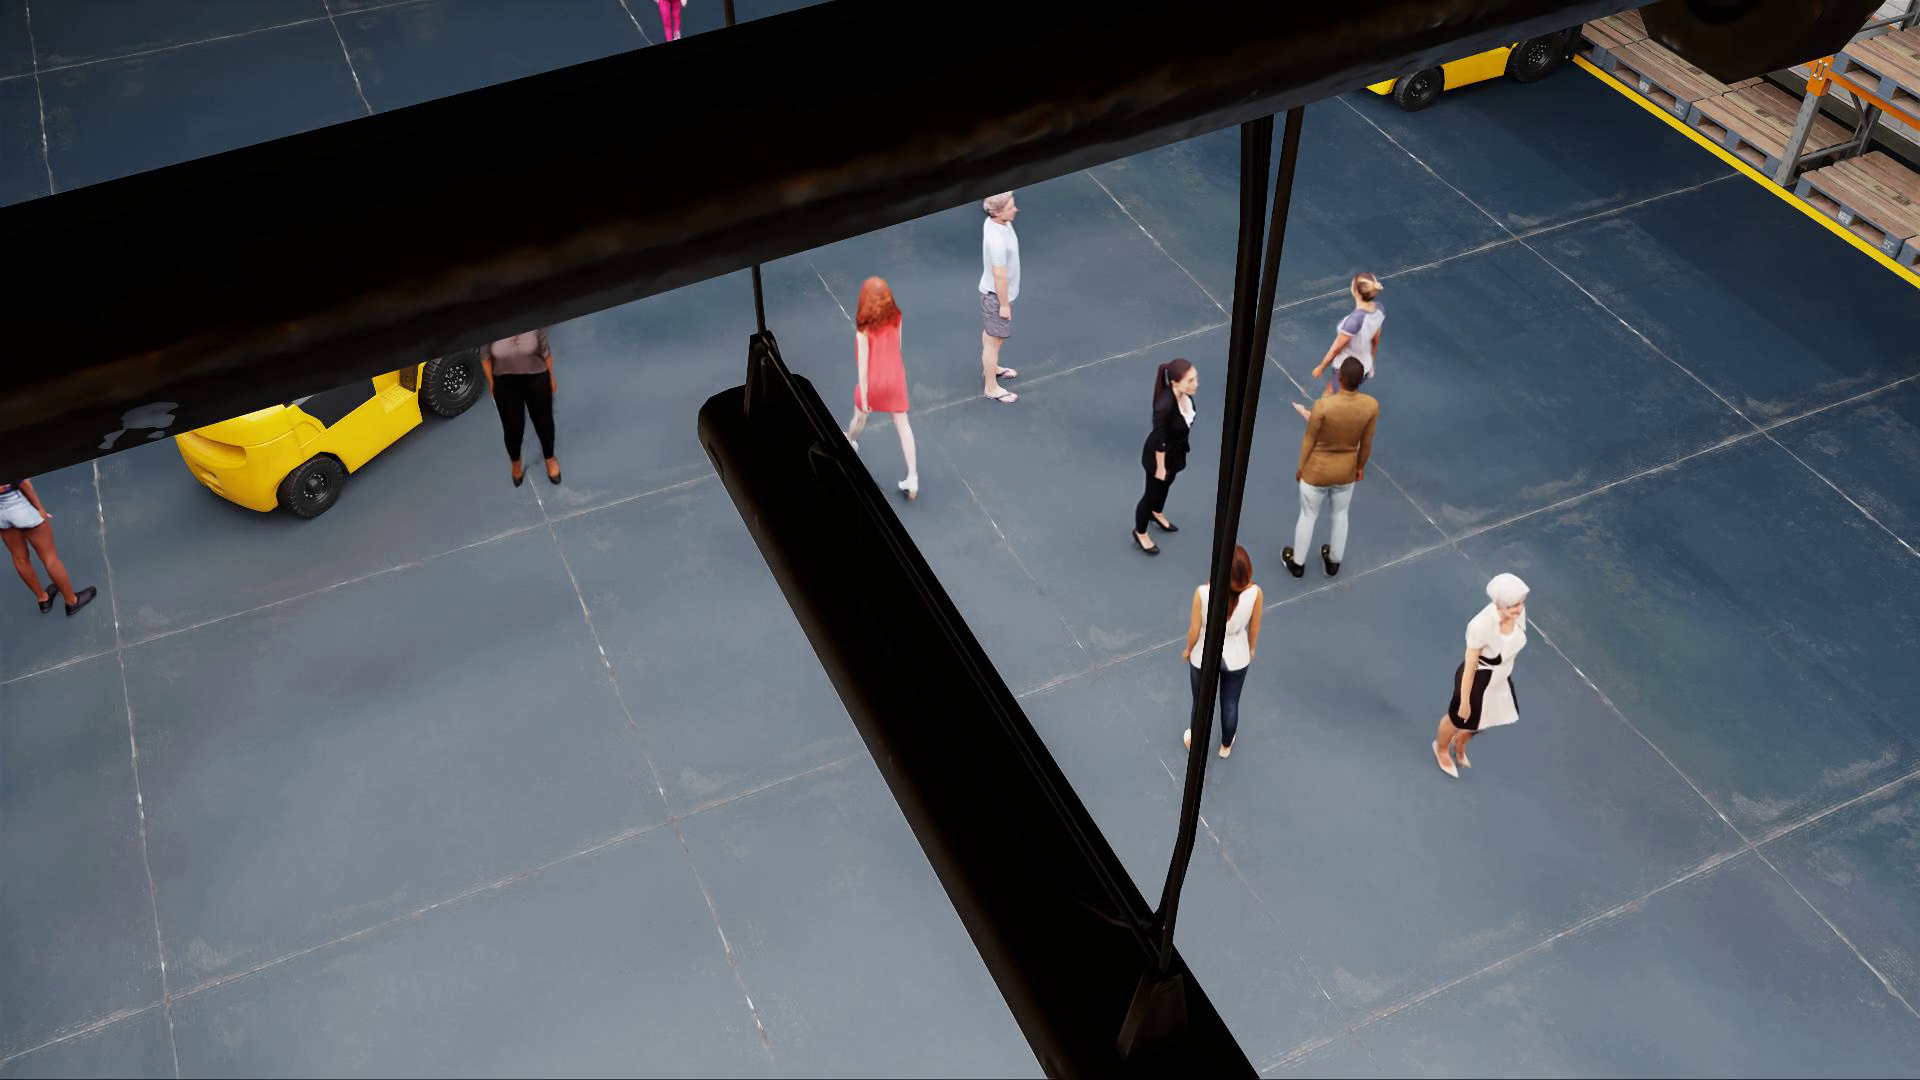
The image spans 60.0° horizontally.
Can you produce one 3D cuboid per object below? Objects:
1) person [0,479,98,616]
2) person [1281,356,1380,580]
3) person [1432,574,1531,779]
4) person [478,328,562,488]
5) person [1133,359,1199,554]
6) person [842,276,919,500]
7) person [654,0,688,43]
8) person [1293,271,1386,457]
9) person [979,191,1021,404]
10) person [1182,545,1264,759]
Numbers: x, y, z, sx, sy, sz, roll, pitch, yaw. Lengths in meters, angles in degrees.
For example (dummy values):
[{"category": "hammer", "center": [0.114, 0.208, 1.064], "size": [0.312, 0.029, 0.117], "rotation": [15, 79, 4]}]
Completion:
[{"category": "person", "center": [-6.339, -0.192, 11.146], "size": [0.667, 1.742, 0.687], "rotation": [6, 44, 6]}, {"category": "person", "center": [2.547, -0.477, 11.395], "size": [0.686, 1.812, 0.655], "rotation": [-3, 44, -4]}, {"category": "person", "center": [3.096, 0.793, 10.114], "size": [0.706, 1.741, 0.726], "rotation": [-27, 50, -26]}, {"category": "person", "center": [-3.178, -1.177, 12.111], "size": [0.656, 1.838, 0.609], "rotation": [-14, 45, -14]}, {"category": "person", "center": [1.432, -0.615, 11.654], "size": [0.710, 1.655, 0.686], "rotation": [24, 49, 23]}, {"category": "person", "center": [-0.495, -1.056, 12.034], "size": [0.809, 1.769, 1.215], "rotation": [-29, 51, -27]}, {"category": "person", "center": [-3.022, -5.702, 17.292], "size": [0.672, 1.243, 0.946], "rotation": [-5, 44, -5]}, {"category": "person", "center": [2.958, -1.223, 12.351], "size": [1.067, 1.573, 0.805], "rotation": [34, 53, 31]}, {"category": "person", "center": [0.288, -1.927, 12.902], "size": [0.792, 1.832, 0.664], "rotation": [2, 44, 2]}, {"category": "person", "center": [1.594, 0.715, 10.164], "size": [0.673, 1.784, 0.673], "rotation": [2, 44, 2]}]
